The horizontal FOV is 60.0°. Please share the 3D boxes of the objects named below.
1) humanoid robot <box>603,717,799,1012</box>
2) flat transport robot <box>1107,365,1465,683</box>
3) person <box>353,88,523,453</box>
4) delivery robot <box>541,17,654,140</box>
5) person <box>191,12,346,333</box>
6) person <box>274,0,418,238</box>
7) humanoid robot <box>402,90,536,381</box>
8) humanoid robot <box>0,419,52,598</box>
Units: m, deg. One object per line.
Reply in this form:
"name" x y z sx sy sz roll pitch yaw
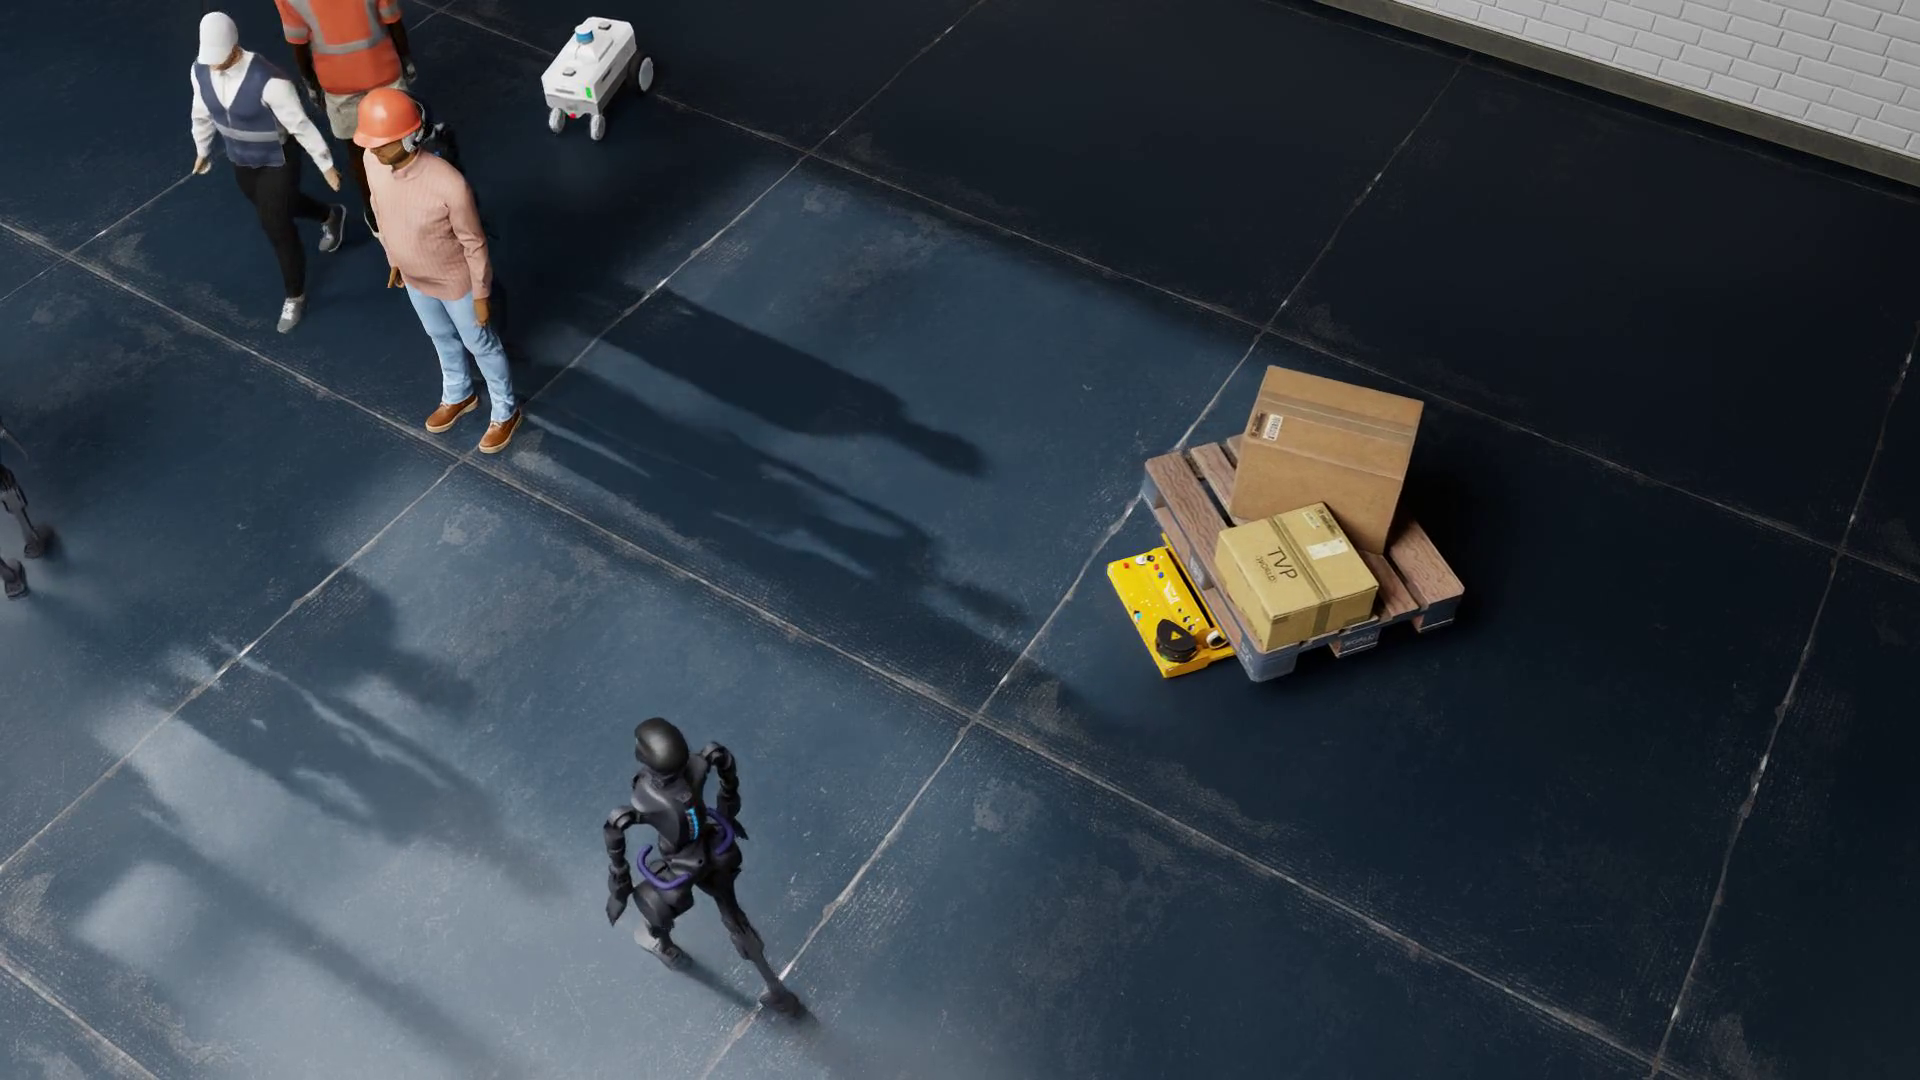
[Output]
"humanoid robot" -0.953 1.174 5.880 0.588 1.637 0.734 -37 58 -27
"flat transport robot" 1.468 0.153 7.682 1.431 0.231 0.659 -15 51 -13
"person" -2.435 -1.236 7.751 0.610 1.995 0.376 22 53 18
"delivery robot" -2.236 -2.853 10.123 0.499 0.600 0.802 12 50 10
"person" -3.574 -2.003 8.605 0.752 1.713 0.848 14 50 12
"person" -3.221 -2.520 8.902 0.604 1.955 0.394 -17 51 -14
"humanoid robot" -2.481 -1.456 8.151 0.447 1.647 0.602 14 50 12
"humanoid robot" -4.455 -0.414 7.246 0.586 1.643 0.385 -19 51 -16
